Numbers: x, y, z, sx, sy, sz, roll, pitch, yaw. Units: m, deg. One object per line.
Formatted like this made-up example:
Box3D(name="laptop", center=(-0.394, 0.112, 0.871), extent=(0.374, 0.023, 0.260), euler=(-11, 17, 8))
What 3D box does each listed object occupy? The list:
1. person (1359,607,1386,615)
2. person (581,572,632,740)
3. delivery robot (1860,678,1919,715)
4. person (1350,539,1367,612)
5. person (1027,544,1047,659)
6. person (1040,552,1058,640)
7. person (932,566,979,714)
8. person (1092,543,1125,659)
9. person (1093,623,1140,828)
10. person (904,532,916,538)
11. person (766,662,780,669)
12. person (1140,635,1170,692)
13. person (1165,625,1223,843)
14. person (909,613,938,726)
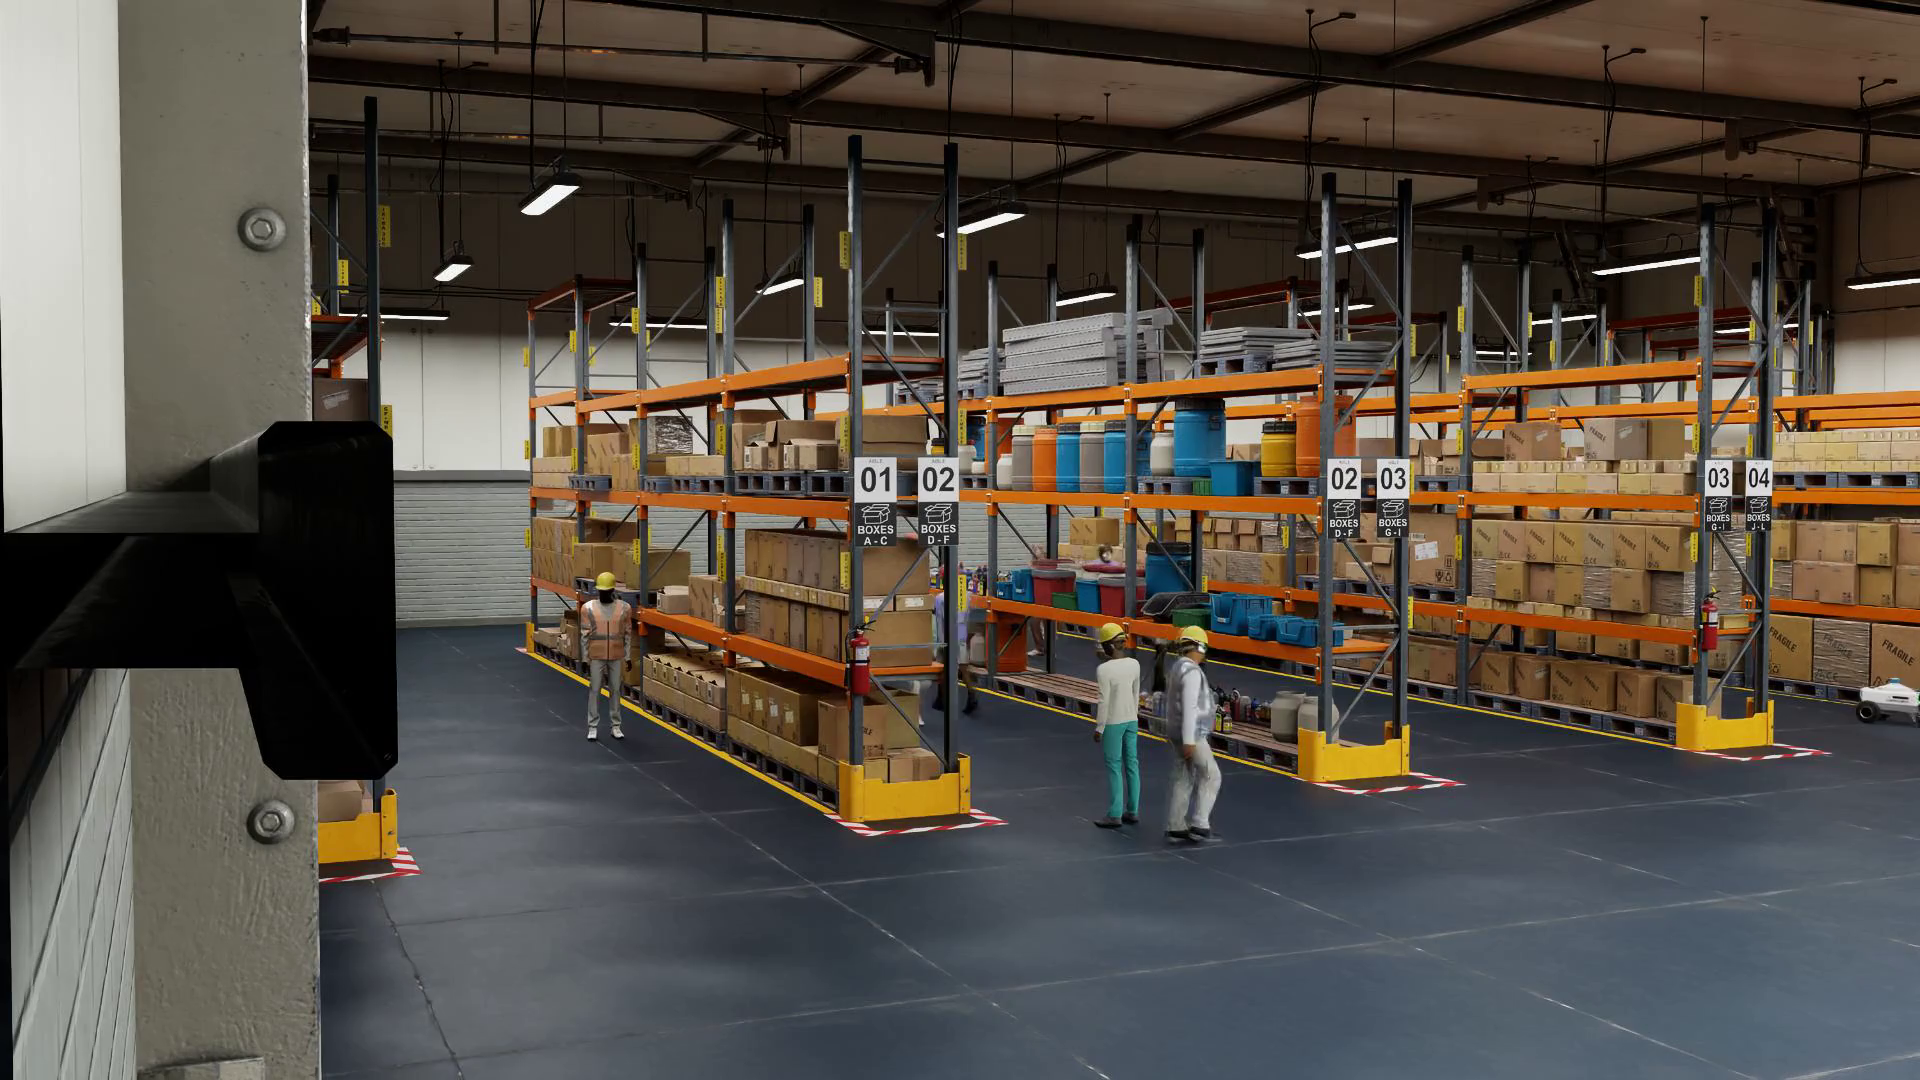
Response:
Box3D(name="person", center=(6.443, 1.158, 27.940), extent=(0.557, 1.682, 0.368), euler=(-1, 2, -22))
Box3D(name="person", center=(-4.045, 1.325, 20.540), extent=(0.589, 1.919, 0.391), euler=(-1, 2, -20))
Box3D(name="delivery robot", center=(11.376, 1.924, 21.810), extent=(0.707, 0.478, 0.477), euler=(2, 3, 45))
Box3D(name="person", center=(6.997, 0.934, 31.073), extent=(0.613, 1.884, 0.799), euler=(-1, 2, -23))
Box3D(name="person", center=(1.352, 1.013, 29.367), extent=(0.737, 1.870, 0.462), euler=(2, 3, 35))
Box3D(name="person", center=(1.568, 1.018, 32.445), extent=(0.533, 1.606, 0.713), euler=(0, 2, -13))
Box3D(name="person", center=(-0.071, 1.251, 22.817), extent=(0.540, 1.908, 0.956), euler=(-1, 2, -28))
Box3D(name="person", center=(2.408, 1.001, 29.240), extent=(0.651, 1.906, 0.654), euler=(-1, 3, -34))
Box3D(name="person", center=(1.349, 1.597, 15.525), extent=(0.523, 1.760, 0.335), euler=(-2, 3, -44))
Box3D(name="person", center=(-0.889, 0.850, 32.127), extent=(0.650, 1.977, 0.476), euler=(-1, 2, -27))
Box3D(name="person", center=(-2.940, 1.097, 27.221), extent=(0.545, 1.862, 0.395), euler=(-2, 3, -39))
Box3D(name="person", center=(2.850, 1.166, 24.814), extent=(0.580, 1.907, 0.814), euler=(-1, 2, -26))
Box3D(name="person", center=(1.970, 1.609, 14.777), extent=(0.576, 1.790, 0.628), euler=(0, 2, -3))
Box3D(name="person", center=(-0.540, 1.427, 21.844), extent=(0.519, 1.623, 0.611), euler=(-1, 2, -29))
